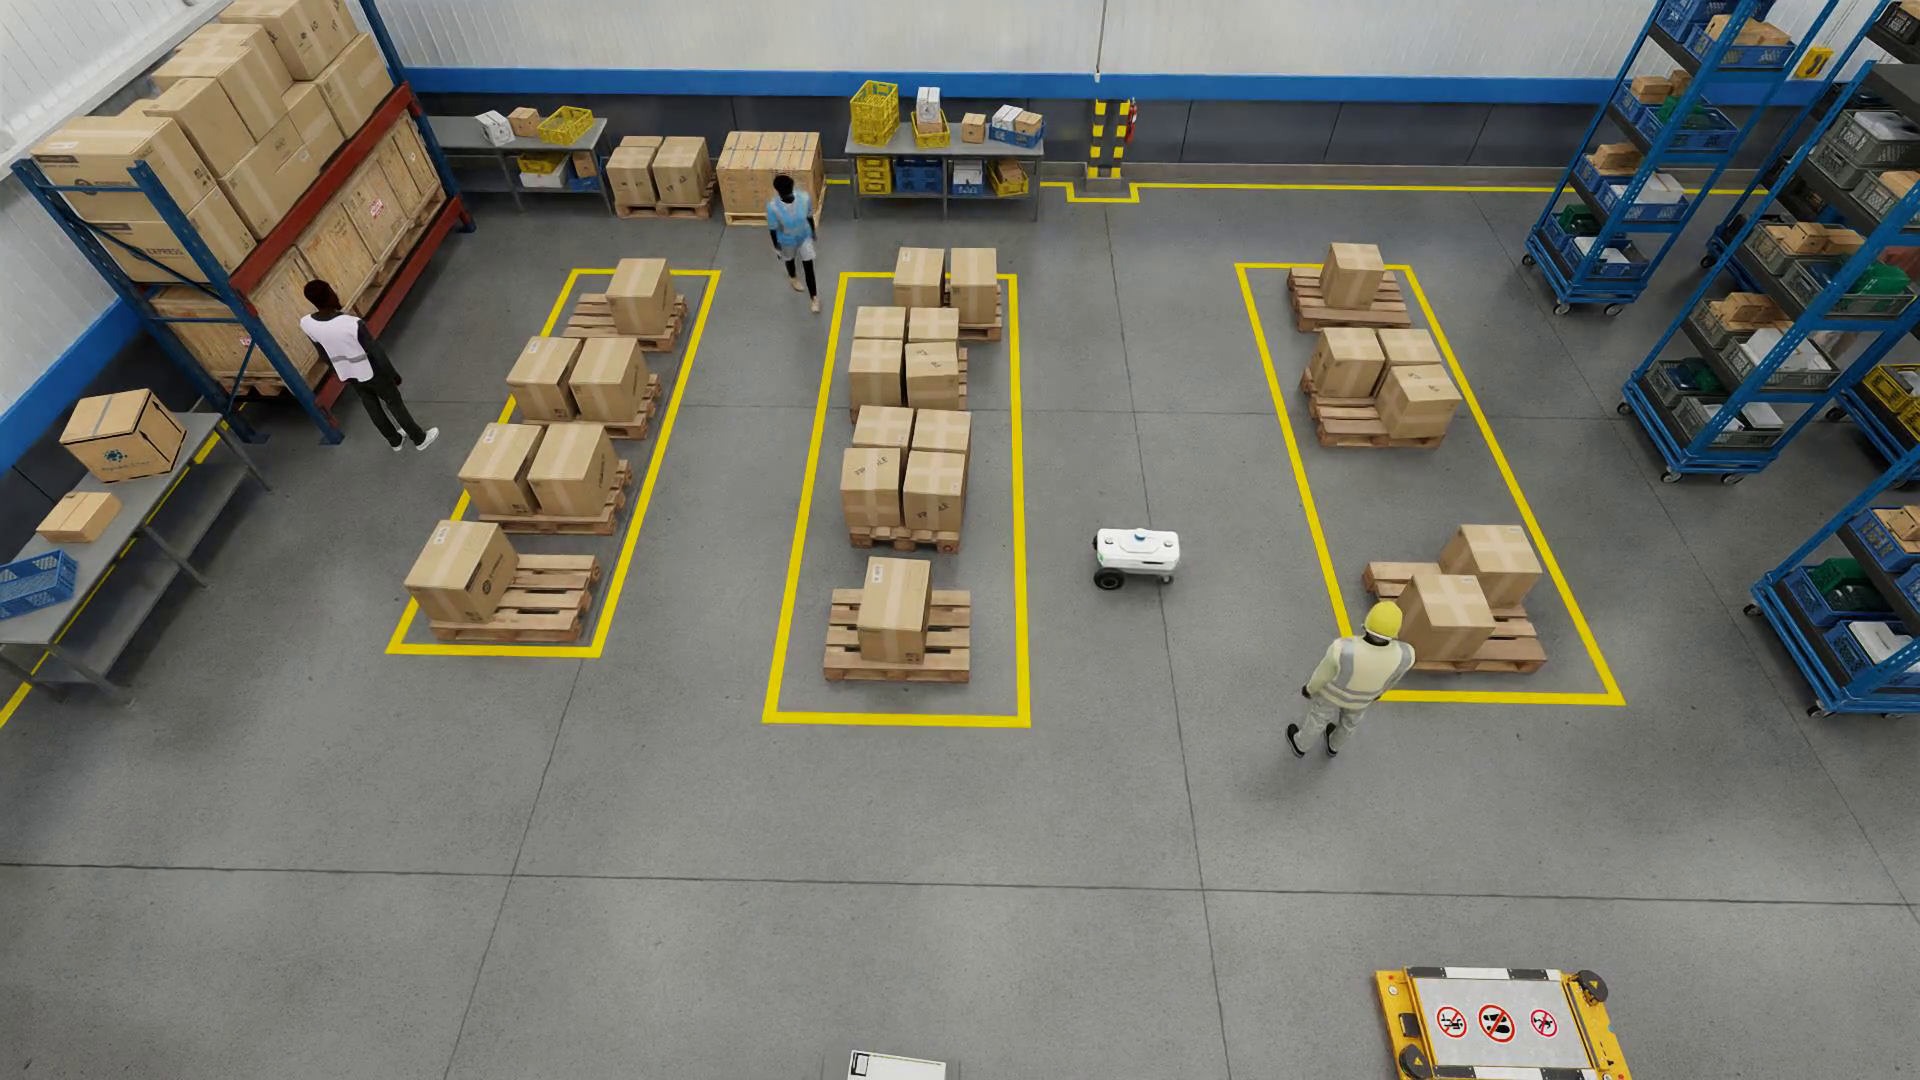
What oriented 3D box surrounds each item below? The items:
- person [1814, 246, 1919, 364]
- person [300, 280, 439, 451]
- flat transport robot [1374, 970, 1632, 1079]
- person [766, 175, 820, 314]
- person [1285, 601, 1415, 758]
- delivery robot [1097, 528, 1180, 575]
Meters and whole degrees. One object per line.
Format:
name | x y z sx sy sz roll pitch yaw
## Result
person | 9.411 -2.593 9.481 0.613 1.990 0.392 3 51 2
person | -5.673 -1.605 8.723 0.590 1.916 0.399 3 51 2
flat transport robot | 3.501 3.133 5.914 1.431 0.197 0.652 1 51 1
person | -1.852 -3.376 10.336 0.583 1.630 0.893 -17 53 -13
person | 2.792 1.046 6.618 0.591 1.828 0.404 3 51 2
delivery robot | 1.579 0.086 8.153 0.707 0.478 0.477 3 50 3
